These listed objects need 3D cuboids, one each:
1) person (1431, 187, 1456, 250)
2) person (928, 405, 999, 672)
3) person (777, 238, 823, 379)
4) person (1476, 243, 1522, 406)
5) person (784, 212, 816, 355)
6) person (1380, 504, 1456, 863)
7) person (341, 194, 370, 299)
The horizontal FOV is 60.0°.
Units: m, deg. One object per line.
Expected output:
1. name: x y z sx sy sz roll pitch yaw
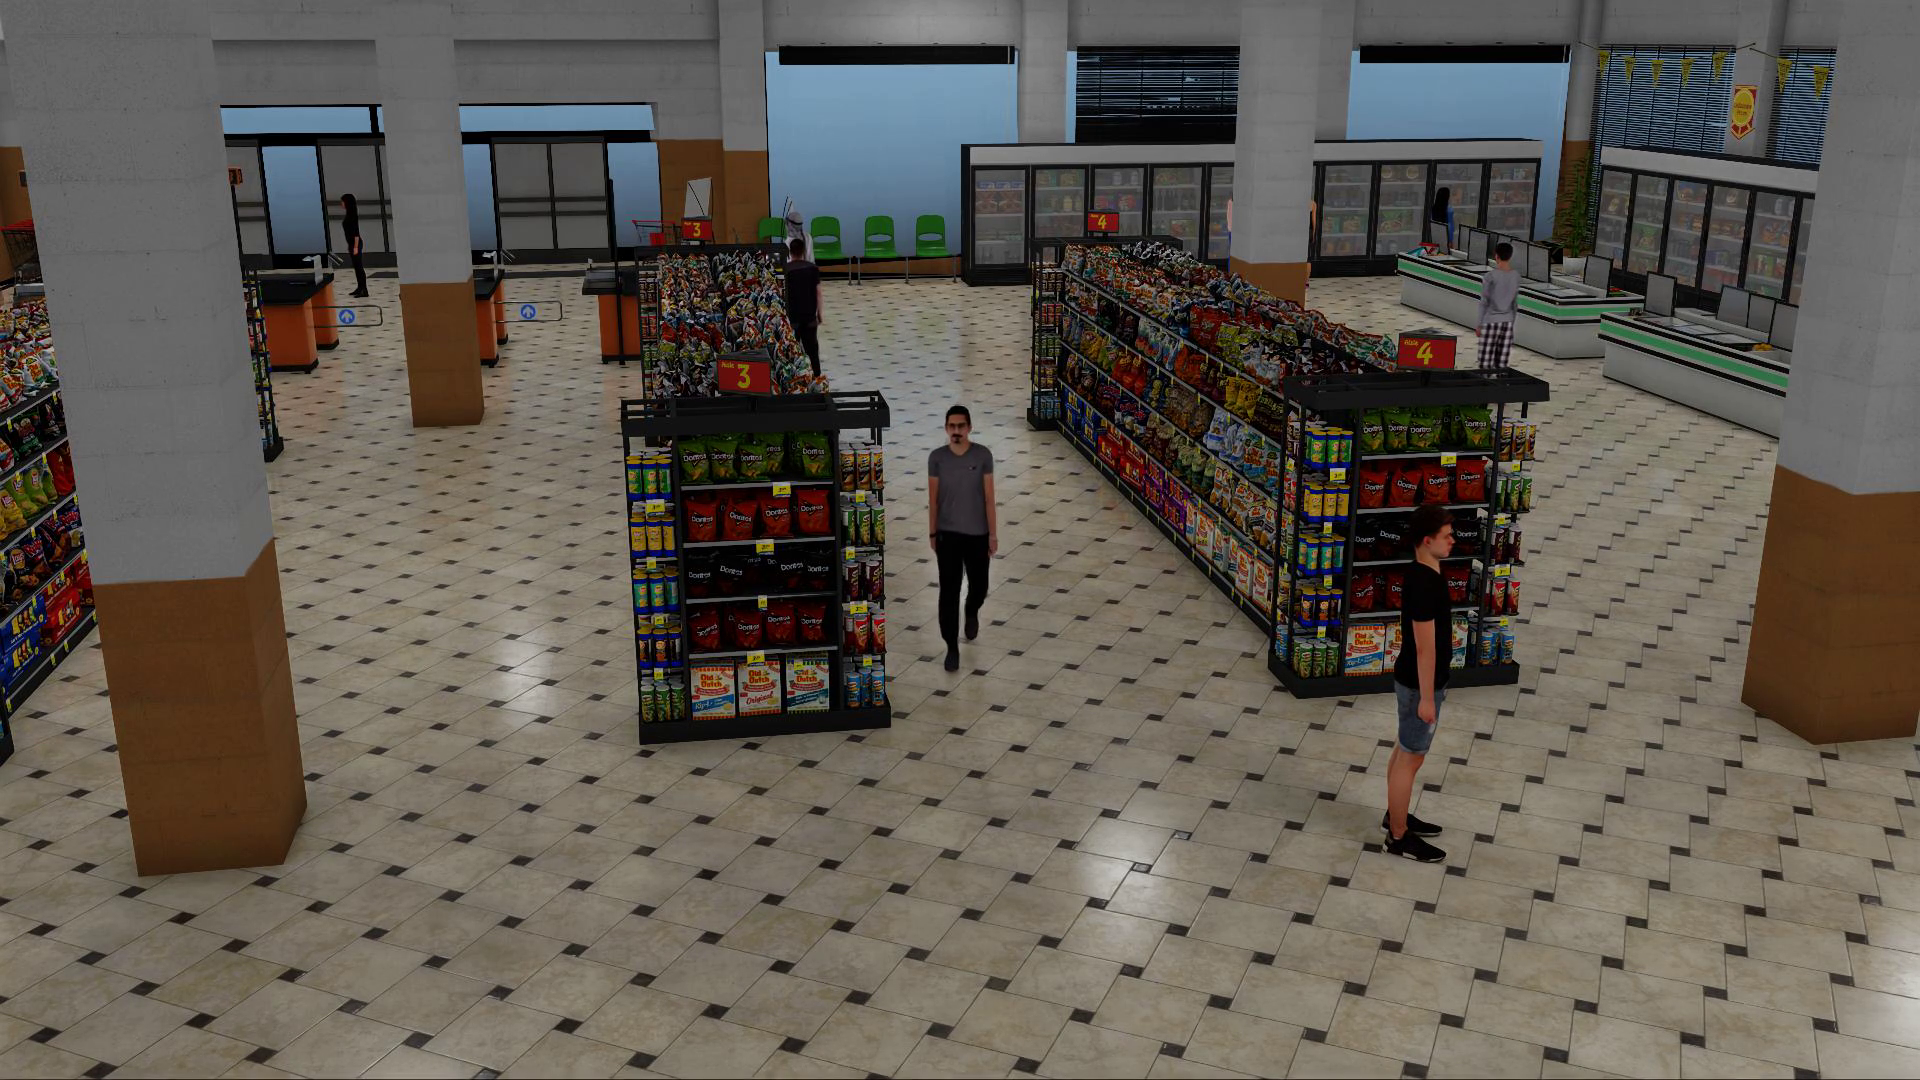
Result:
1. person: 7.860 -4.909 27.217 0.734 1.713 0.581 -10 20 -30
2. person: 0.030 -0.059 11.214 0.707 1.731 1.119 -1 17 -3
3. person: -1.865 -2.571 19.291 0.768 1.845 0.653 -6 18 -20
4. person: 6.097 -2.441 18.866 0.613 1.844 0.544 -4 17 -12
5. person: -2.089 -3.246 21.375 0.861 1.925 0.779 9 19 28
6. person: 2.337 0.707 8.492 0.792 1.847 0.641 4 17 13
7. person: -9.766 -4.759 26.846 0.716 1.641 0.568 -10 20 -31
